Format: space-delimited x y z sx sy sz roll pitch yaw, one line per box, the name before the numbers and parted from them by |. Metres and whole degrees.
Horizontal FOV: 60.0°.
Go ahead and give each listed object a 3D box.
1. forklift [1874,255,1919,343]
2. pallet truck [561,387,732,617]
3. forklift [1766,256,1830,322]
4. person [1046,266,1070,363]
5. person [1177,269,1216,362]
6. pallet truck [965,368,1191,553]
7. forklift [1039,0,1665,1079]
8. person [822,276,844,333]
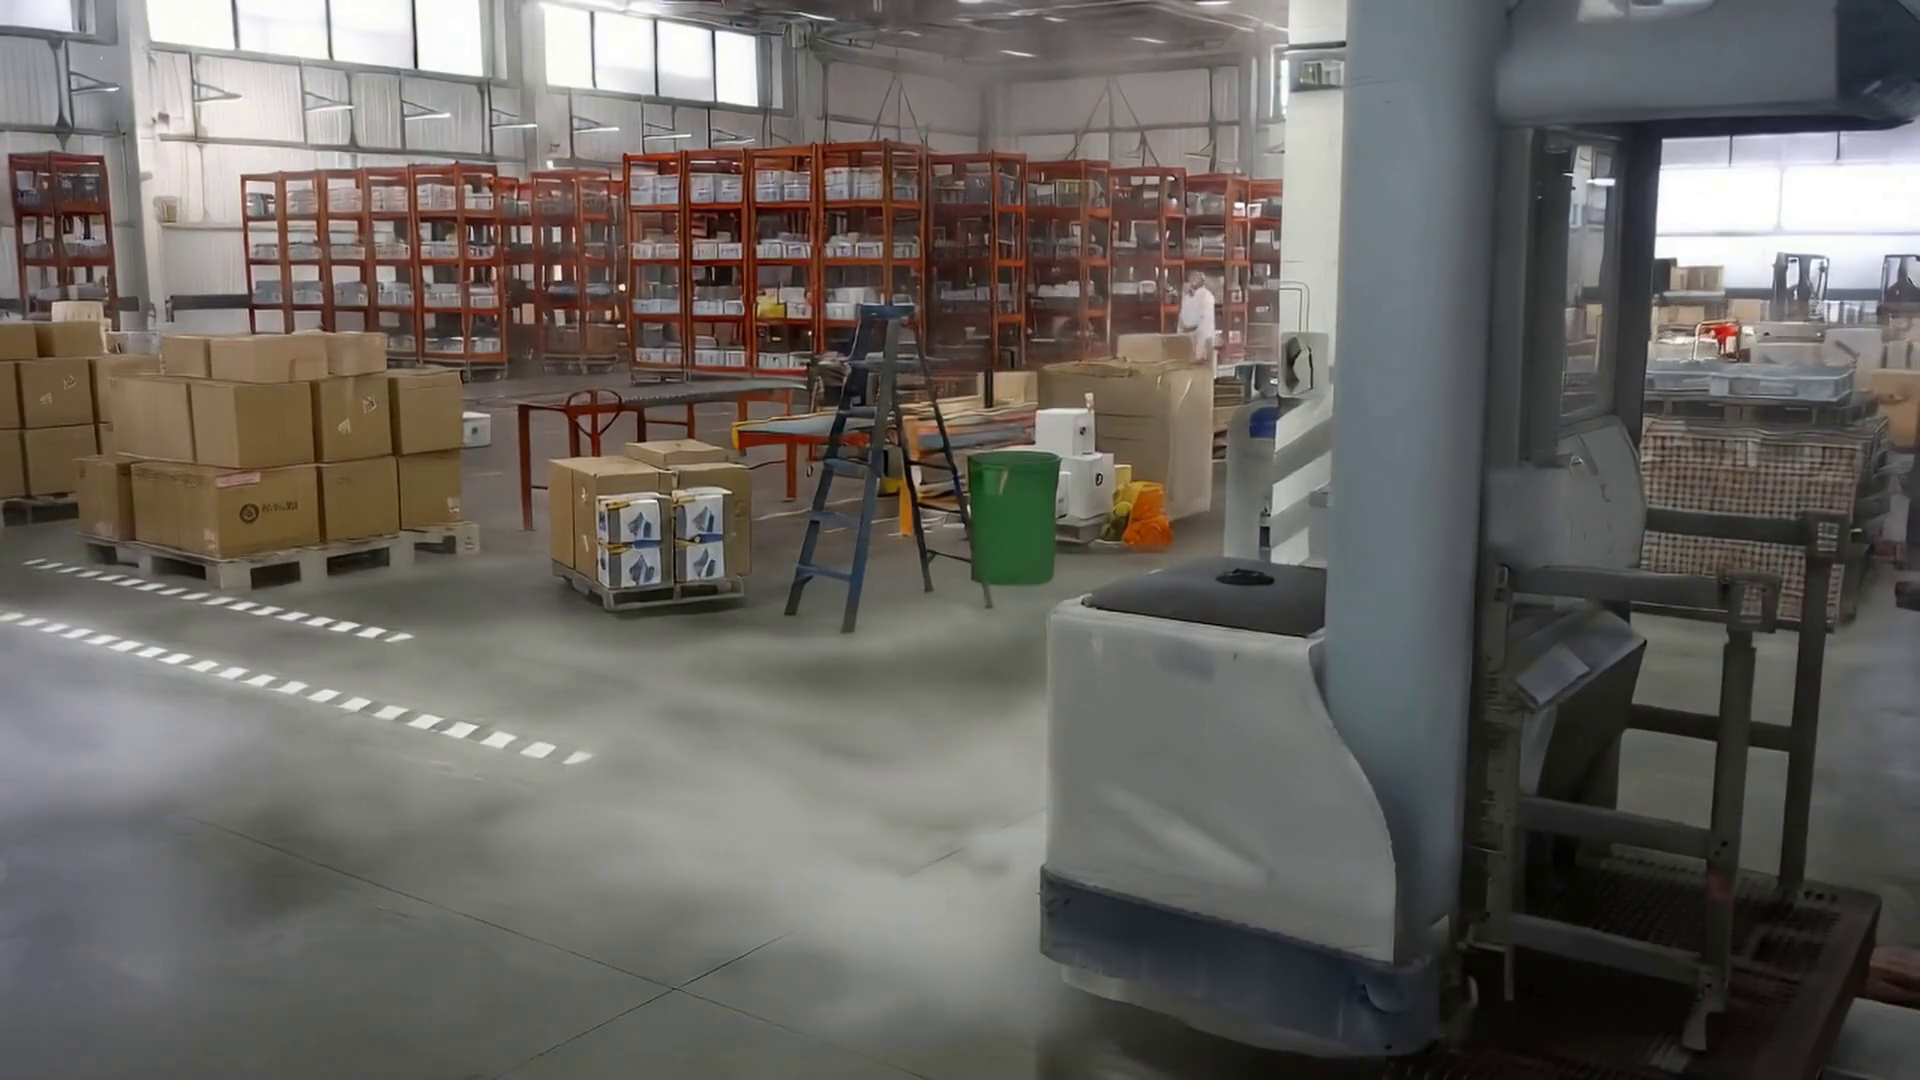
forklift | 22.089 -5.634 38.796 1.157 1.987 2.680 6 11 33
pallet truck | -1.981 -0.274 10.088 0.680 1.201 1.601 -5 11 -28
forklift | 20.253 -5.854 40.139 1.157 1.987 2.680 7 12 35
person | 1.649 -3.718 28.347 0.464 1.979 0.654 6 11 32
person | 3.430 -2.997 24.314 0.444 1.896 0.639 -6 11 -32
pallet truck | 0.845 -0.609 11.869 1.630 1.274 0.653 7 12 35
forklift | 1.249 -0.137 4.360 1.873 2.768 1.129 7 12 35
person | -2.341 -4.149 31.461 0.836 1.797 0.654 9 13 42
